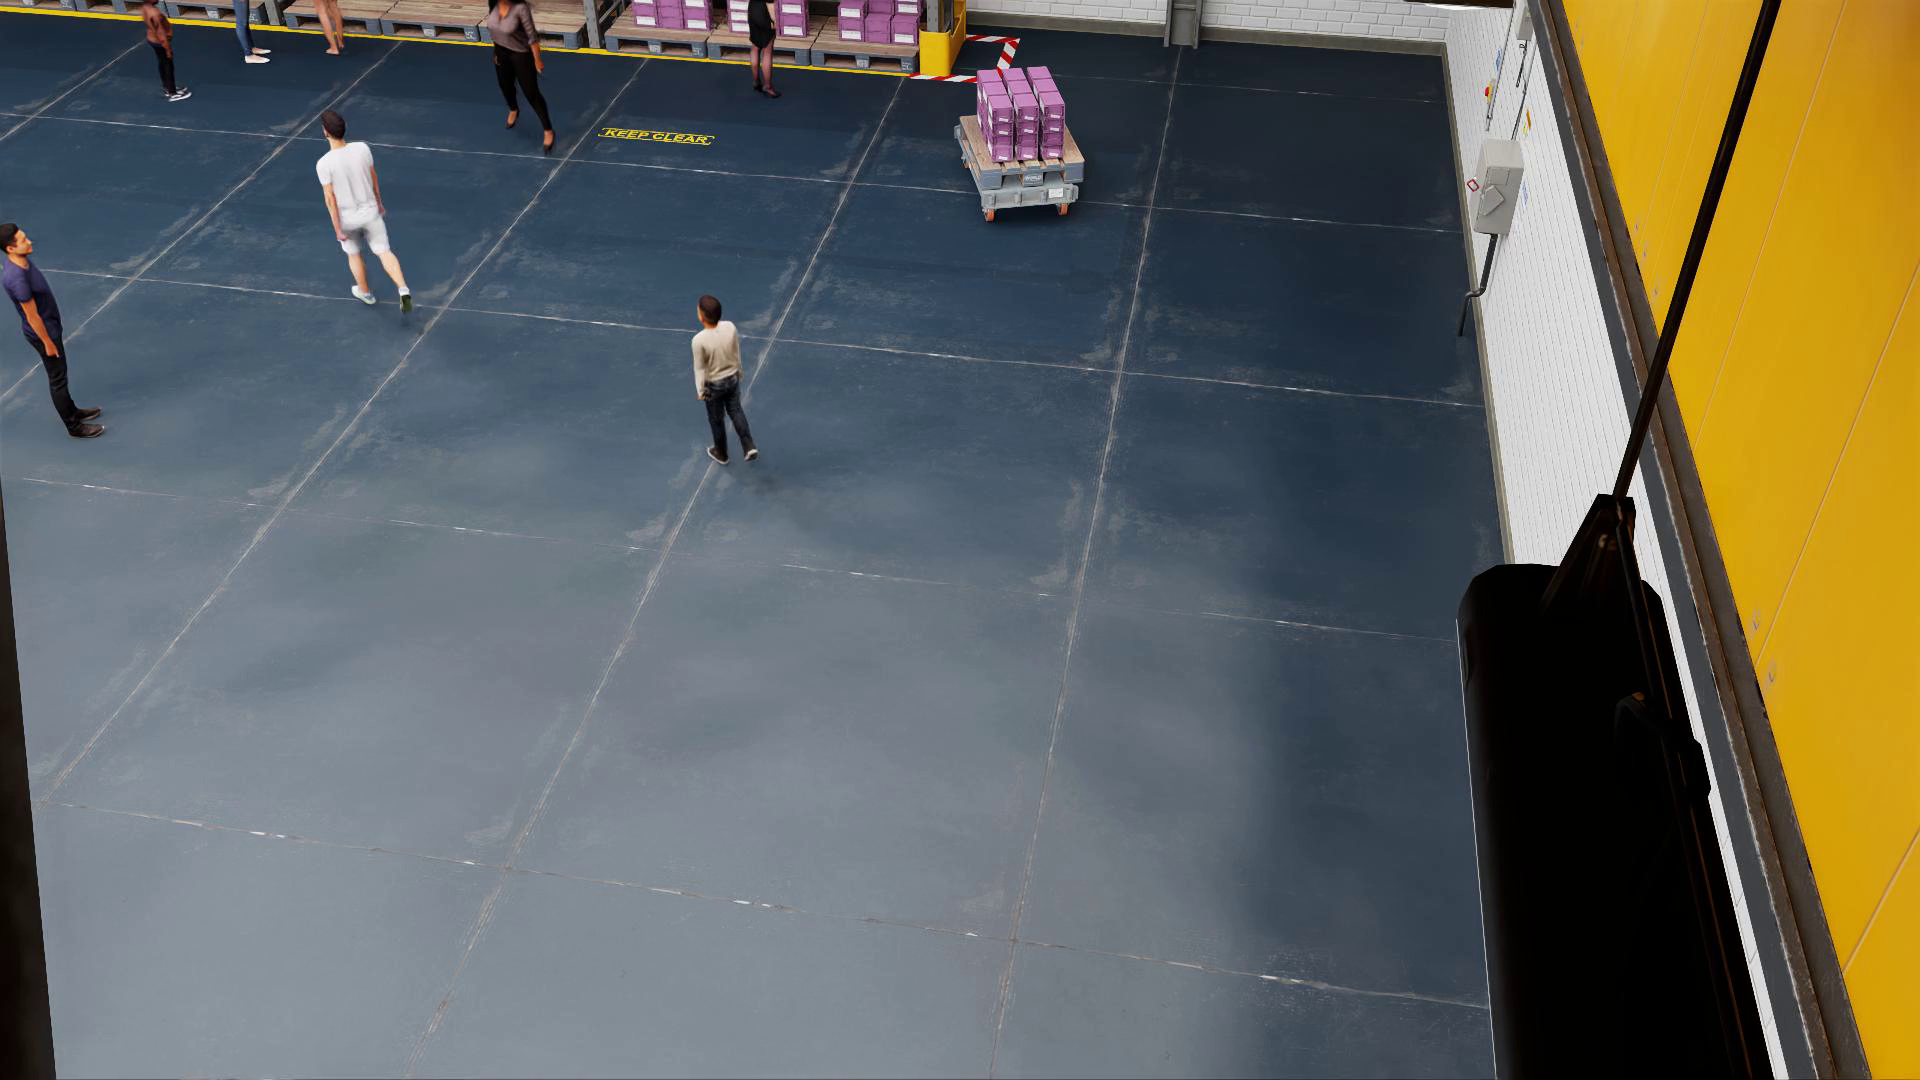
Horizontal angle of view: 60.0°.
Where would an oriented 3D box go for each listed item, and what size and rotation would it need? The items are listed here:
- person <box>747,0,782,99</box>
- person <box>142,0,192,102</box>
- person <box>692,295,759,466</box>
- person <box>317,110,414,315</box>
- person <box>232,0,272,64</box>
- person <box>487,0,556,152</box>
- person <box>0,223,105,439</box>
[{"bbox_3d":[-2.130,-5.582,17.786,0.719,1.703,0.636,-29,47,-31],"label":"person"},{"bbox_3d":[-8.598,-5.349,17.855,0.644,1.253,0.570,-28,46,-30],"label":"person"},{"bbox_3d":[-1.748,-1.147,12.433,0.780,1.453,0.845,-25,45,-28],"label":"person"},{"bbox_3d":[-5.060,-2.740,14.120,1.221,1.837,1.078,31,48,33],"label":"person"},{"bbox_3d":[-8.085,-6.211,18.555,0.632,1.726,0.645,-8,39,-10],"label":"person"},{"bbox_3d":[-4.449,-4.857,16.797,0.822,1.804,1.045,17,42,20],"label":"person"},{"bbox_3d":[-7.027,-1.607,12.736,0.735,1.793,0.717,-17,42,-20],"label":"person"}]
